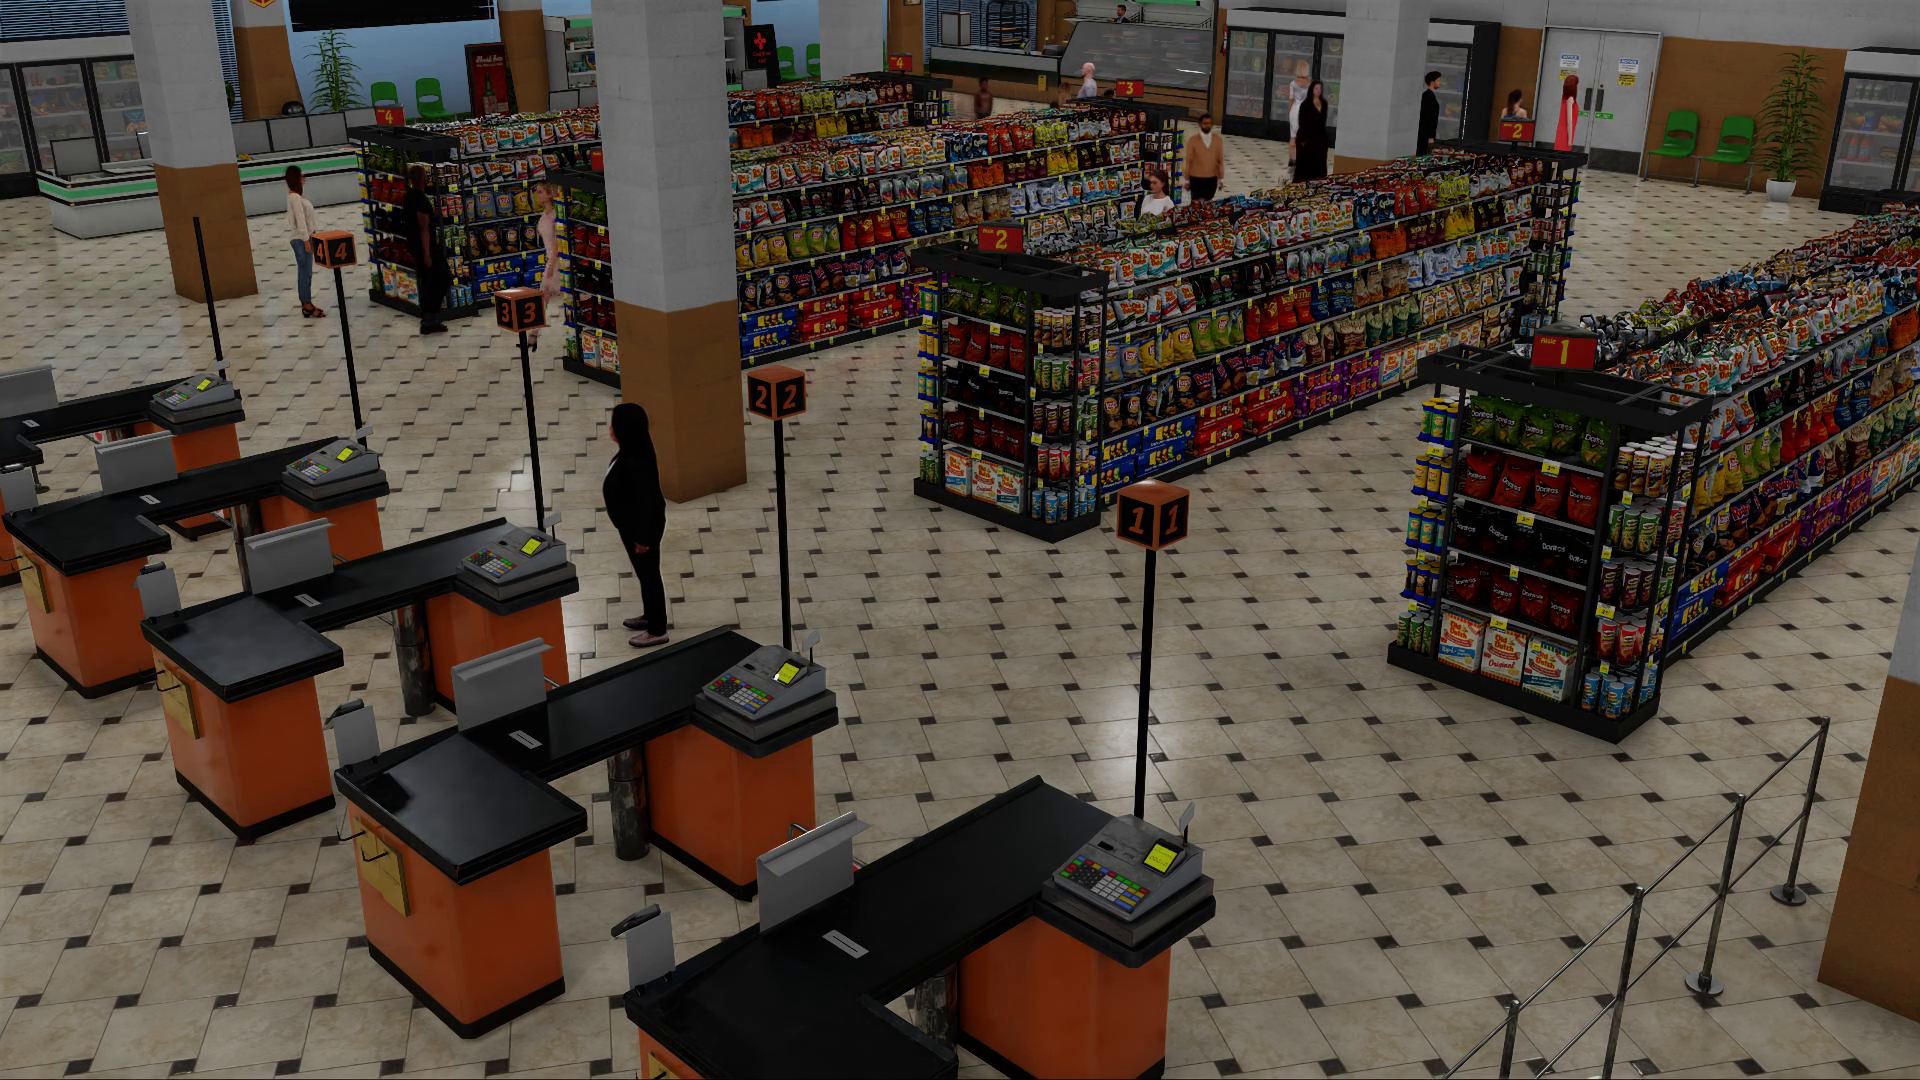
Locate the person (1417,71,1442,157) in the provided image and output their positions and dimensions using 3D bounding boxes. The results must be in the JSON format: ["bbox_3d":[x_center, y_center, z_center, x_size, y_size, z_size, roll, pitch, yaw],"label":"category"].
[{"bbox_3d":[7.174,-6.250,25.607,0.846,1.890,0.774,1,22,3],"label":"person"}]

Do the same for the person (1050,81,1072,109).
[{"bbox_3d":[1.618,-6.257,25.871,0.677,1.705,0.688,5,22,11],"label":"person"}]

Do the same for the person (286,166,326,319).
[{"bbox_3d":[-7.395,-3.358,18.690,0.665,1.680,0.693,-9,24,-22],"label":"person"}]

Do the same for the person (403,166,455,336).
[{"bbox_3d":[-5.836,-3.079,17.846,0.754,1.792,0.777,-11,24,-25],"label":"person"}]

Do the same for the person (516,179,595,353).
[{"bbox_3d":[-4.033,-2.794,17.163,1.120,1.772,0.597,-19,29,-39],"label":"person"}]

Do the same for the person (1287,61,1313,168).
[{"bbox_3d":[5.776,-7.231,28.237,0.645,1.749,0.663,5,22,13],"label":"person"}]

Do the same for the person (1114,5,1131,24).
[{"bbox_3d":[3.717,-11.425,38.514,0.614,1.868,0.570,20,29,41],"label":"person"}]

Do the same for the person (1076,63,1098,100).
[{"bbox_3d":[2.078,-6.888,27.264,0.823,1.838,0.737,3,22,6],"label":"person"}]

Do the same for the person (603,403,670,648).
[{"bbox_3d":[-2.050,-0.109,10.690,0.781,1.616,0.762,-6,23,-15],"label":"person"}]

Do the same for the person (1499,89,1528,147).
[{"bbox_3d":[8.522,-6.142,25.717,0.569,1.608,0.520,19,28,38],"label":"person"}]

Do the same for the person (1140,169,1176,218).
[{"bbox_3d":[2.165,-3.264,18.443,0.588,1.690,0.523,20,29,41],"label":"person"}]

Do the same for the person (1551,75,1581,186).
[{"bbox_3d":[9.326,-6.239,25.663,0.729,1.827,0.647,2,22,5],"label":"person"}]

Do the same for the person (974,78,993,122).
[{"bbox_3d":[0.396,-7.768,30.284,0.916,1.219,0.832,-8,23,-18],"label":"person"}]

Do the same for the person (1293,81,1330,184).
[{"bbox_3d":[5.356,-6.159,25.635,1.181,1.701,1.048,-8,23,-19],"label":"person"}]

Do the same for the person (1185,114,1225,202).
[{"bbox_3d":[3.237,-4.786,22.193,1.175,1.719,1.136,-4,22,-9],"label":"person"}]
